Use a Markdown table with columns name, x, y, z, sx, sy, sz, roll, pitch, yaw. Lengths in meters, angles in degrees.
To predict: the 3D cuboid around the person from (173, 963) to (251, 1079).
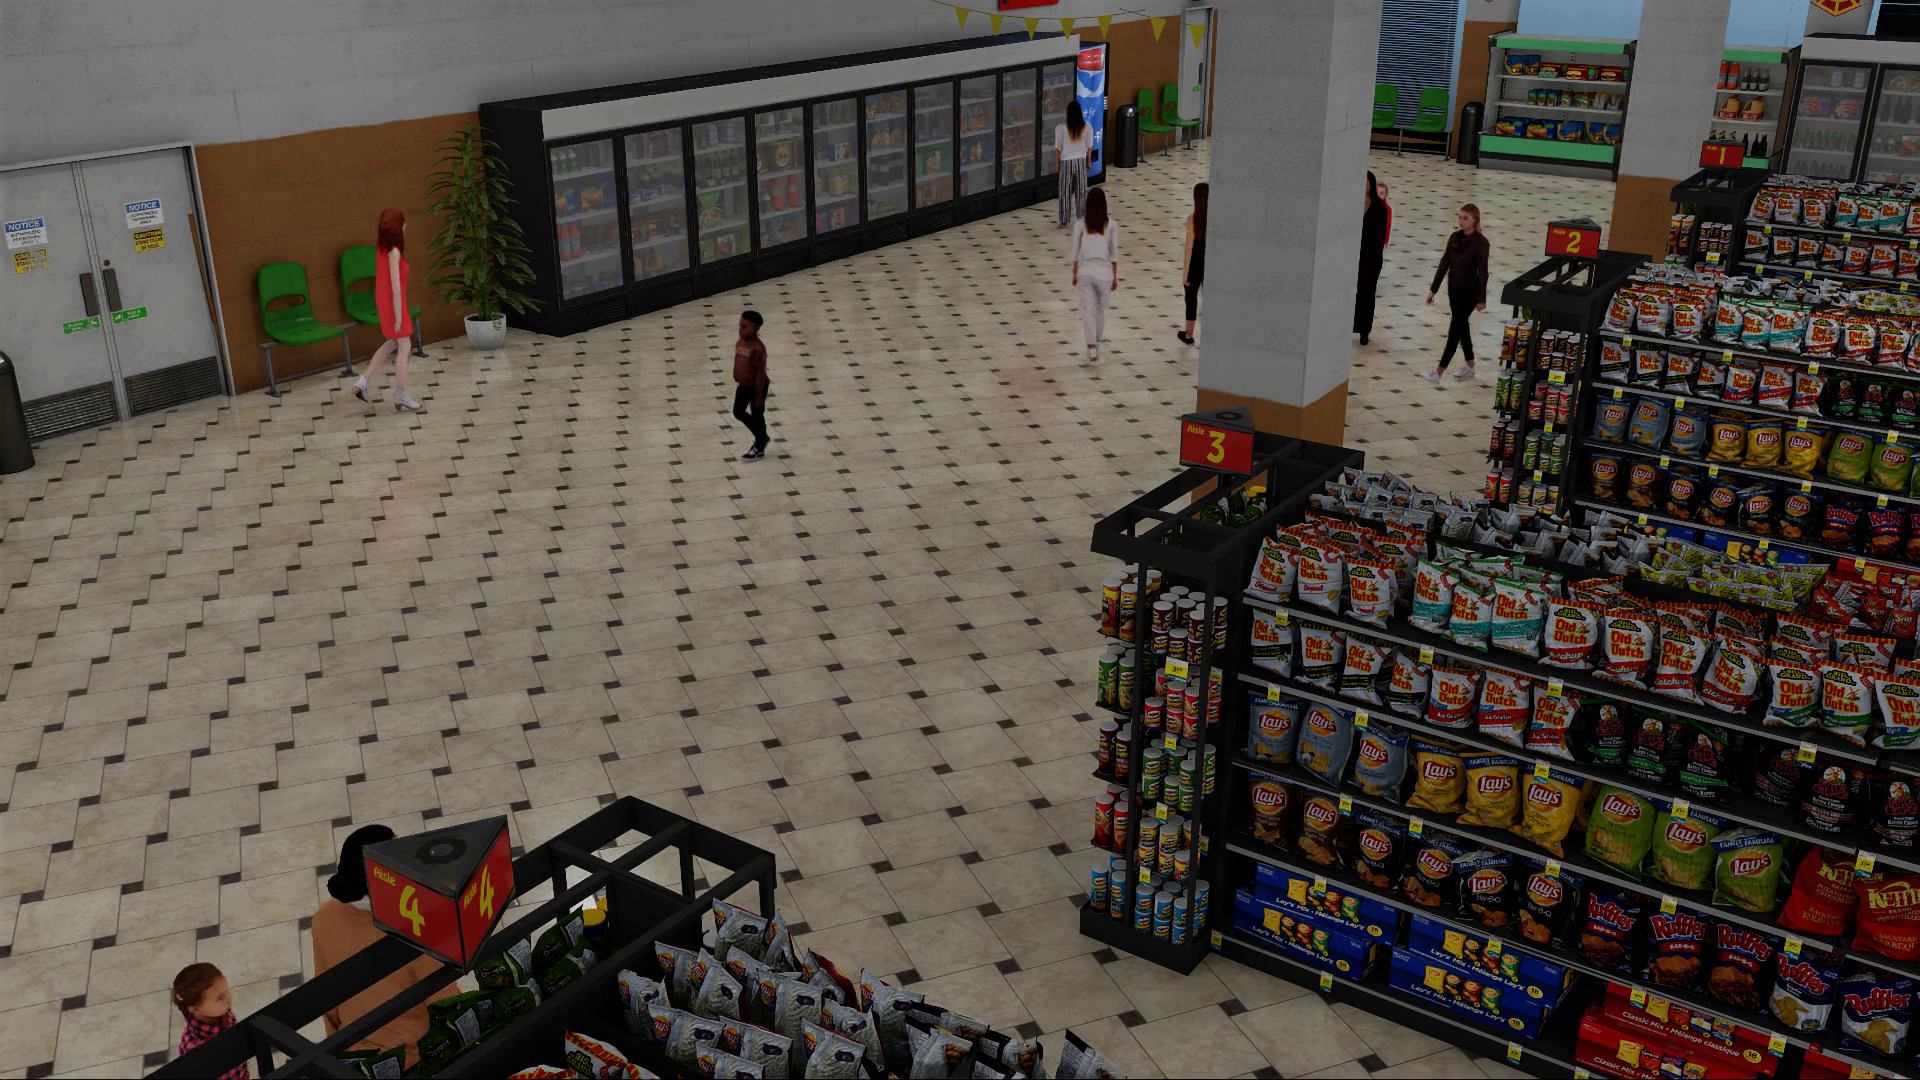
| name | x | y | z | sx | sy | sz | roll | pitch | yaw |
| --- | --- | --- | --- | --- | --- | --- | --- | --- | --- |
| person | -2.651 | 1.925 | 5.873 | 0.775 | 1.008 | 0.654 | 0 | 22 | -1 |

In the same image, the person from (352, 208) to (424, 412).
| name | x | y | z | sx | sy | sz | roll | pitch | yaw |
| --- | --- | --- | --- | --- | --- | --- | --- | --- | --- |
| person | -5.024 | -1.980 | 14.528 | 0.854 | 1.803 | 0.886 | -16 | 27 | -35 |

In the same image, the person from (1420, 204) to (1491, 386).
| name | x | y | z | sx | sy | sz | roll | pitch | yaw |
| --- | --- | --- | --- | --- | --- | --- | --- | --- | --- |
| person | 4.729 | -2.272 | 15.447 | 0.990 | 1.658 | 1.086 | -11 | 24 | -26 |

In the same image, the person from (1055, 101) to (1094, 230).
| name | x | y | z | sx | sy | sz | roll | pitch | yaw |
| --- | --- | --- | --- | --- | --- | --- | --- | --- | --- |
| person | 1.514 | -5.020 | 22.251 | 0.765 | 1.684 | 0.846 | -1 | 22 | -3 |

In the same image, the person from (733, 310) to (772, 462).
| name | x | y | z | sx | sy | sz | roll | pitch | yaw |
| --- | --- | --- | --- | --- | --- | --- | --- | --- | --- |
| person | -1.631 | -1.260 | 13.475 | 0.640 | 1.250 | 0.527 | -19 | 28 | -39 |

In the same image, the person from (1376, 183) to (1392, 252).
| name | x | y | z | sx | sy | sz | roll | pitch | yaw |
| --- | --- | --- | --- | --- | --- | --- | --- | --- | --- |
| person | 4.650 | -3.366 | 18.689 | 0.726 | 1.270 | 0.626 | 10 | 24 | 23 |

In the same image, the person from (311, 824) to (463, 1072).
| name | x | y | z | sx | sy | sz | roll | pitch | yaw |
| --- | --- | --- | --- | --- | --- | --- | --- | --- | --- |
| person | -1.848 | 1.748 | 5.358 | 1.170 | 1.721 | 0.894 | 9 | 24 | 22 |

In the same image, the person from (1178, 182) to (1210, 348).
| name | x | y | z | sx | sy | sz | roll | pitch | yaw |
| --- | --- | --- | --- | --- | --- | --- | --- | --- | --- |
| person | 2.394 | -2.558 | 16.140 | 1.071 | 1.672 | 1.154 | -5 | 22 | -12 |

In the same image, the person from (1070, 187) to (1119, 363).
| name | x | y | z | sx | sy | sz | roll | pitch | yaw |
| --- | --- | --- | --- | --- | --- | --- | --- | --- | --- |
| person | 1.298 | -2.523 | 16.084 | 1.130 | 1.649 | 1.073 | 1 | 22 | 2 |
